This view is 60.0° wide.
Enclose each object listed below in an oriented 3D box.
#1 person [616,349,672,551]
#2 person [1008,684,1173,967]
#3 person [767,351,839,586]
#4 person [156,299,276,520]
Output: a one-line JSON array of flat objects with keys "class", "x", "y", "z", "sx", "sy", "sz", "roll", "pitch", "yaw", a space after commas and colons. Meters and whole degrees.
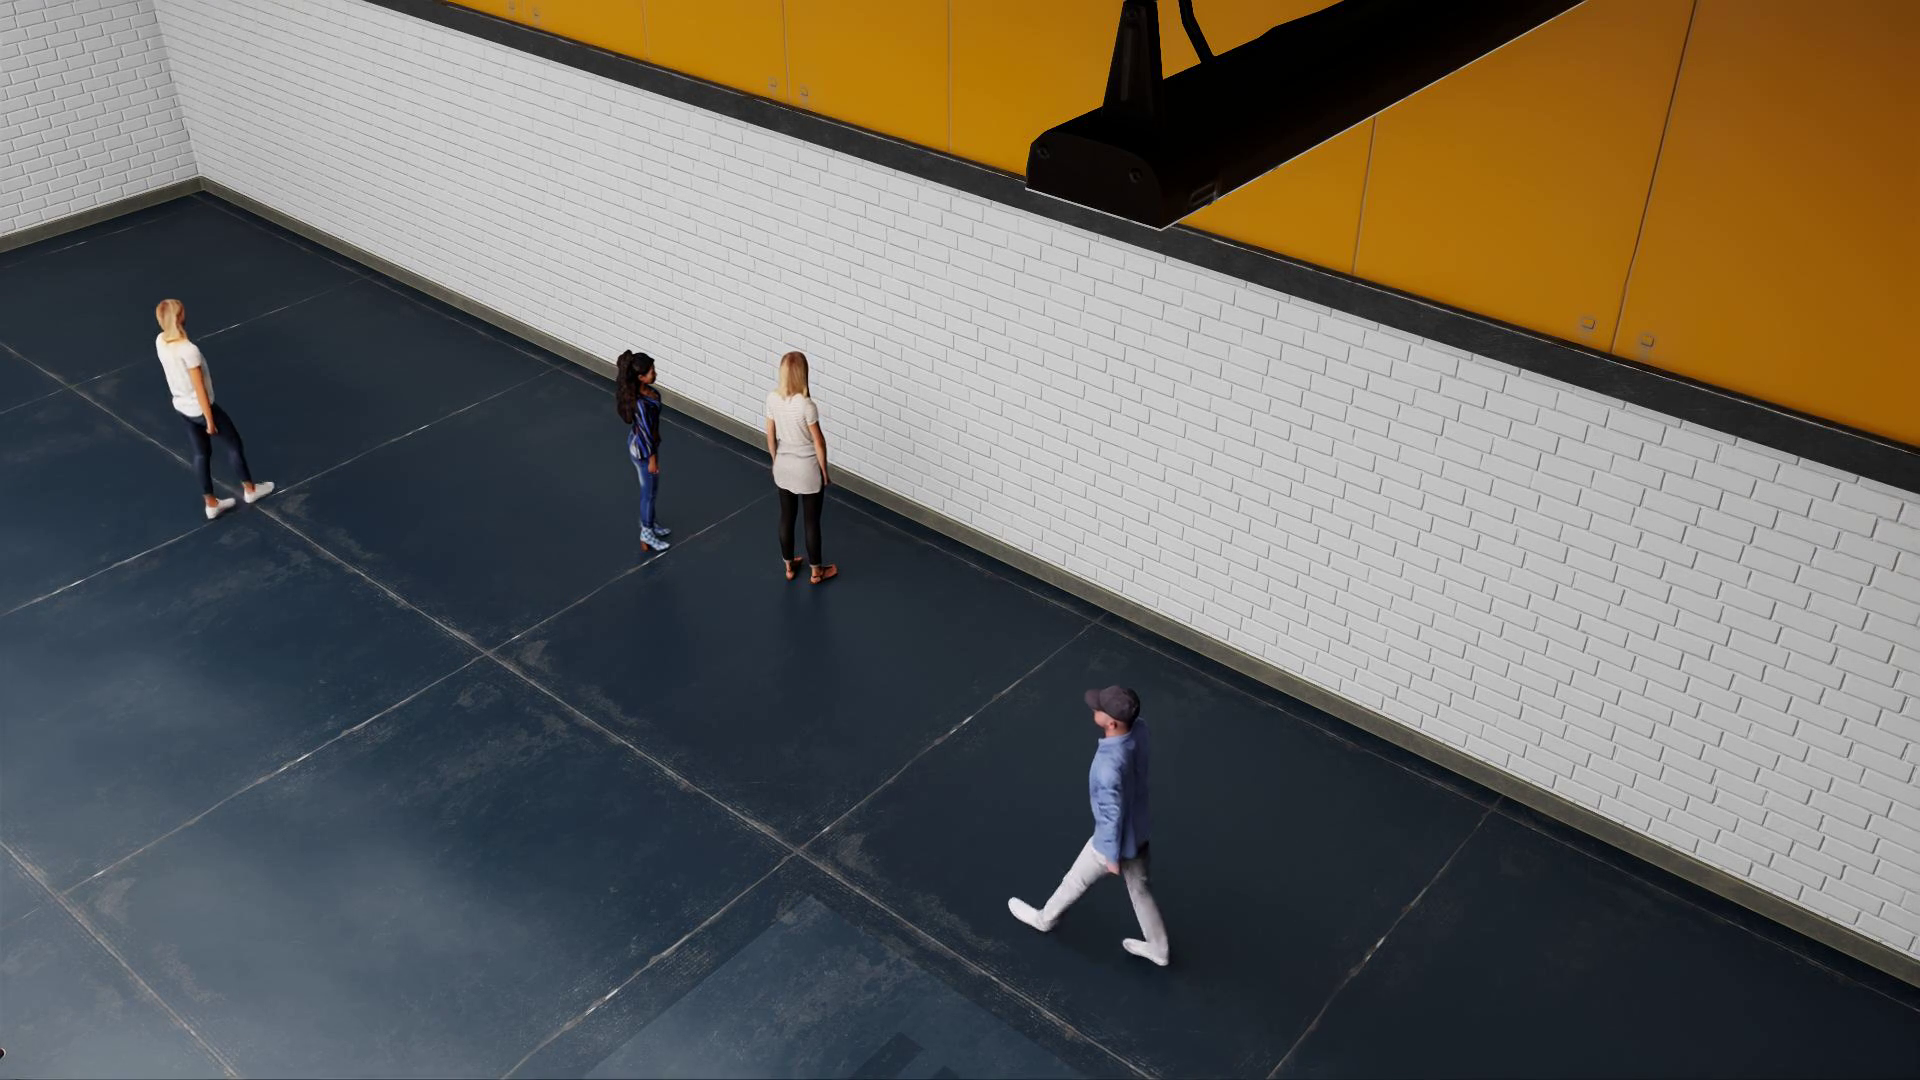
[{"class": "person", "x": -2.302, "y": -0.664, "z": 12.188, "sx": 0.736, "sy": 1.622, "sz": 0.699, "roll": -7, "pitch": 34, "yaw": -10}, {"class": "person", "x": 0.905, "y": 1.541, "z": 8.675, "sx": 0.834, "sy": 1.839, "sz": 1.117, "roll": 19, "pitch": 38, "yaw": 26}, {"class": "person", "x": -1.142, "y": -0.495, "z": 11.751, "sx": 0.652, "sy": 1.823, "sz": 0.621, "roll": 13, "pitch": 36, "yaw": 19}, {"class": "person", "x": -5.767, "y": -0.931, "z": 12.438, "sx": 0.733, "sy": 1.790, "sz": 0.854, "roll": 17, "pitch": 37, "yaw": 24}]
